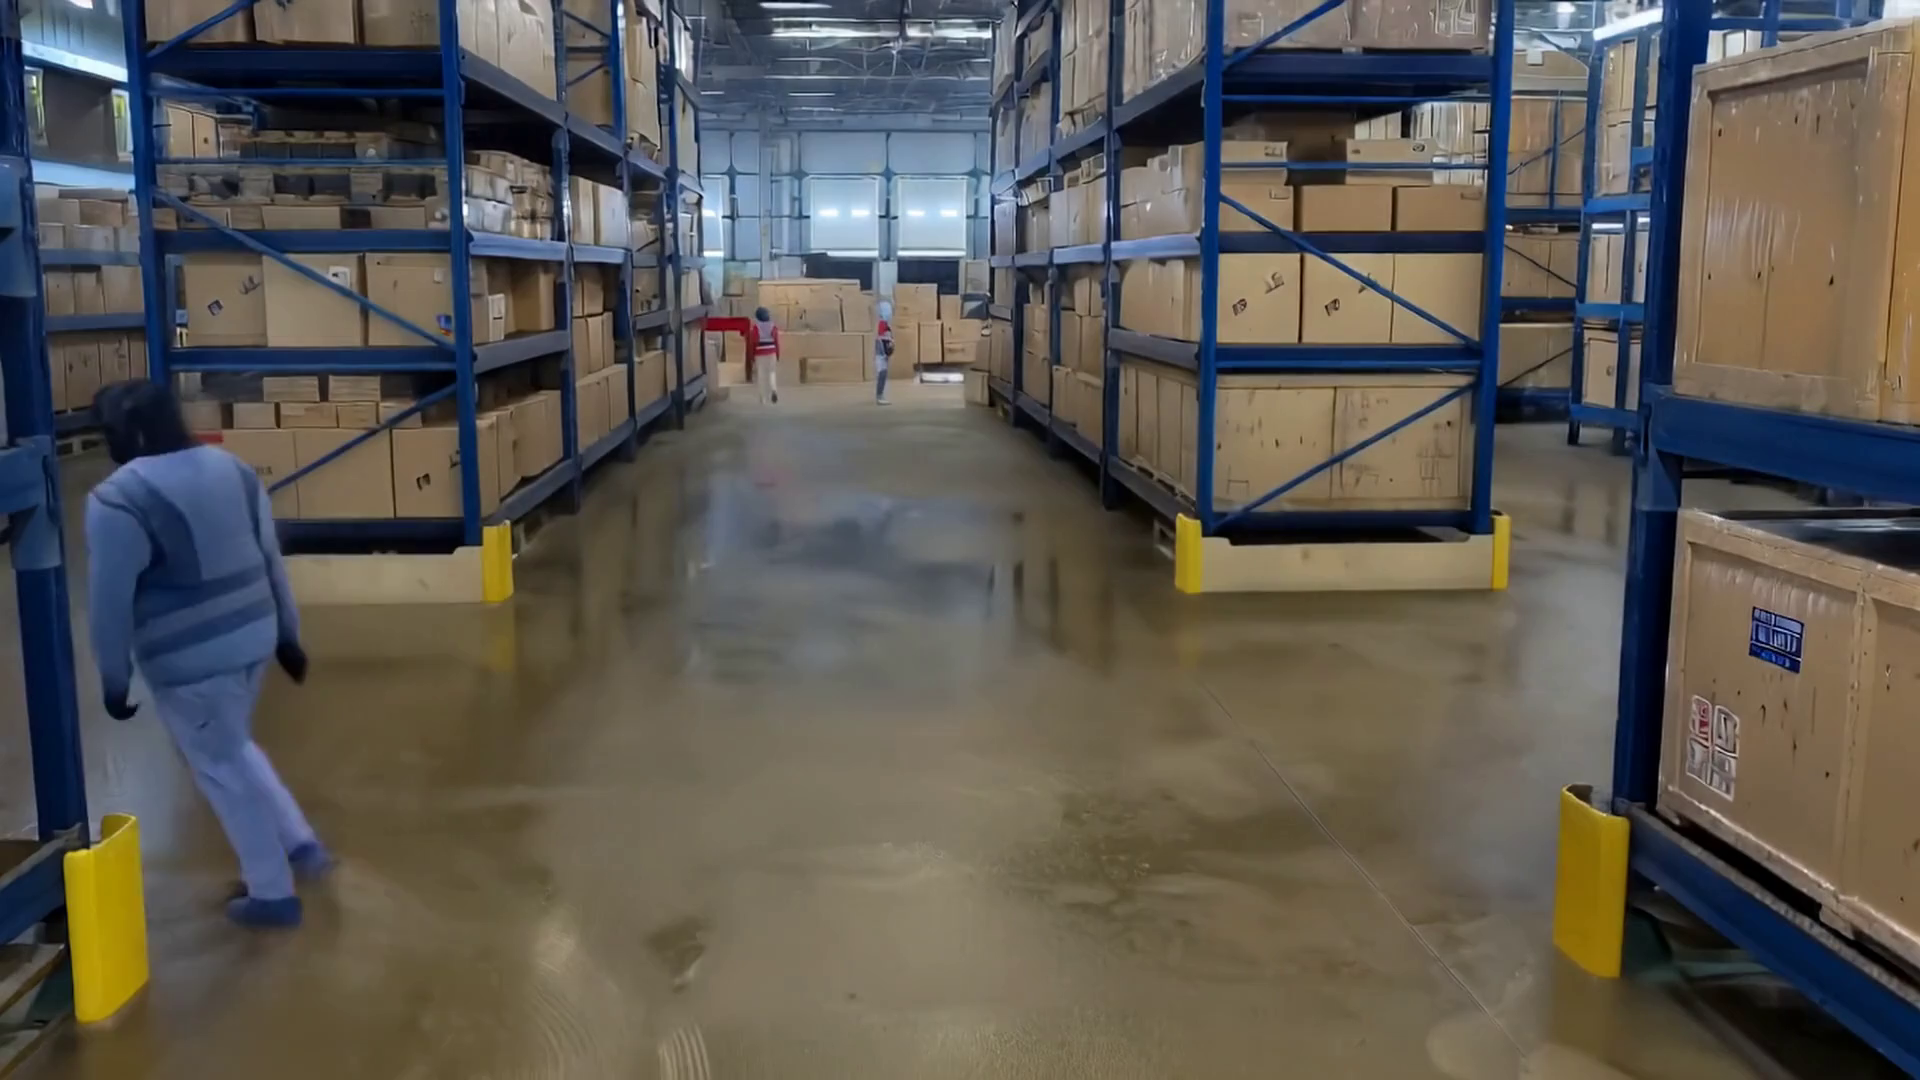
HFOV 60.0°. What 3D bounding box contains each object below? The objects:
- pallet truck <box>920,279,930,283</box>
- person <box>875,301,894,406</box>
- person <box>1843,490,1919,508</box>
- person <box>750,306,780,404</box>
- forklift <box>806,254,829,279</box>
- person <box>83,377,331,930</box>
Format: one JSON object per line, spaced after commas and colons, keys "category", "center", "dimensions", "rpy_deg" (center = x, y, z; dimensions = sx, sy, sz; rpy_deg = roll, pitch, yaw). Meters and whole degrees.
{"category": "pallet truck", "center": [-0.932, -8.922, 63.114], "dimensions": [1.885, 1.965, 0.823], "rpy_deg": [2, 9, 13]}
{"category": "person", "center": [-1.225, -3.026, 27.030], "dimensions": [0.320, 1.697, 0.537], "rpy_deg": [0, 9, -2]}
{"category": "person", "center": [5.014, -0.169, 8.704], "dimensions": [0.564, 1.824, 0.630], "rpy_deg": [-3, 10, -19]}
{"category": "person", "center": [-3.180, -3.023, 27.289], "dimensions": [0.502, 1.614, 0.761], "rpy_deg": [-2, 9, -13]}
{"category": "forklift", "center": [-4.808, -8.280, 56.322], "dimensions": [1.873, 2.768, 1.129], "rpy_deg": [-8, 12, -41]}
{"category": "person", "center": [-2.412, 0.388, 5.282], "dimensions": [0.567, 1.800, 0.642], "rpy_deg": [2, 9, 15]}
